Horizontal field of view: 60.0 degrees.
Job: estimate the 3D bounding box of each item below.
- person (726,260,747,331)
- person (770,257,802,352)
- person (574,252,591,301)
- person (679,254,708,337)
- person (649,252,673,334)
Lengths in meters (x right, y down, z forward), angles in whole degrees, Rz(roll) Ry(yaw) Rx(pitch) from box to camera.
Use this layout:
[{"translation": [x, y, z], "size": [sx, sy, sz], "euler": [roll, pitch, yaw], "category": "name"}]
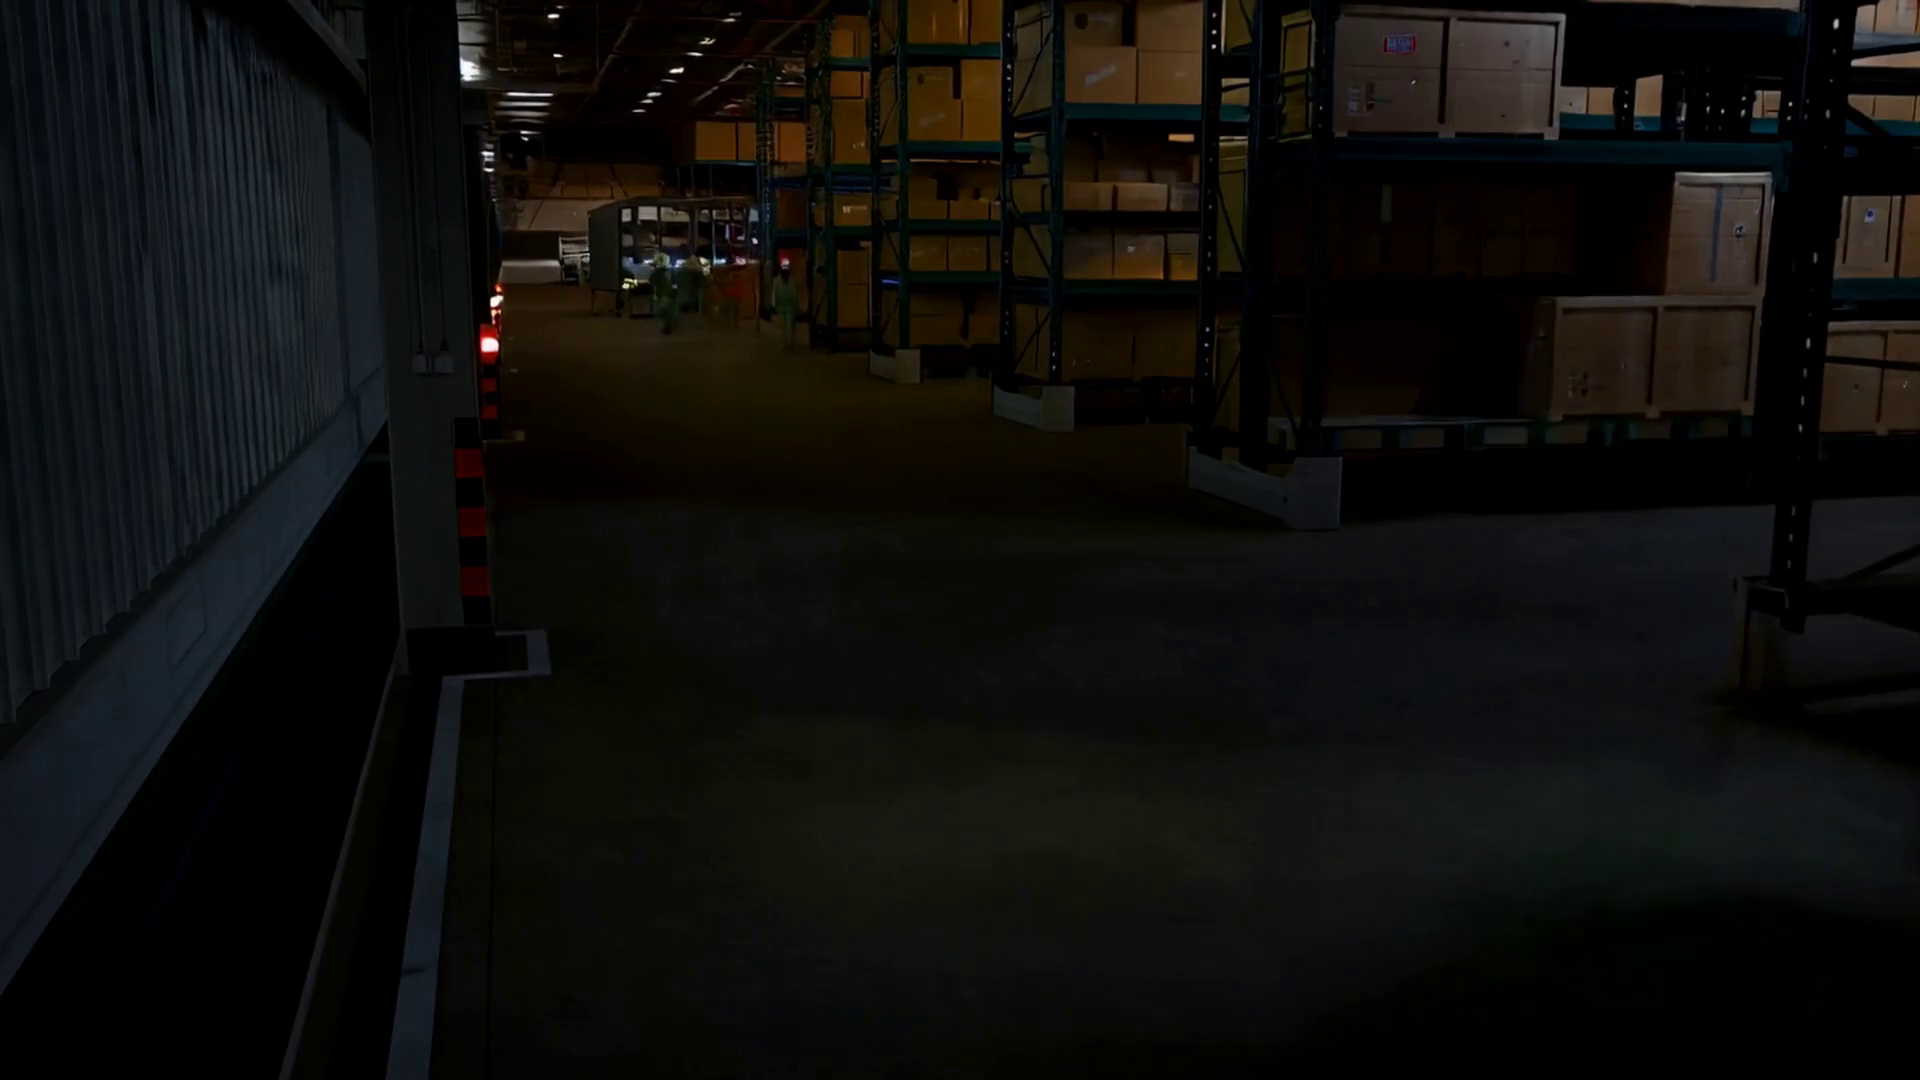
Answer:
[{"translation": [-5.420, -5.922, 40.216], "size": [0.487, 1.714, 0.843], "euler": [3, 10, 17], "category": "person"}, {"translation": [-3.339, -4.504, 31.885], "size": [0.610, 1.808, 0.603], "euler": [0, 10, -1], "category": "person"}, {"translation": [-14.149, -9.876, 62.348], "size": [0.599, 1.808, 0.812], "euler": [-5, 11, -27], "category": "person"}, {"translation": [-6.037, -5.515, 37.546], "size": [1.004, 1.855, 0.652], "euler": [8, 12, 36], "category": "person"}, {"translation": [-6.850, -5.691, 38.428], "size": [0.482, 1.892, 0.622], "euler": [5, 11, 28], "category": "person"}]
